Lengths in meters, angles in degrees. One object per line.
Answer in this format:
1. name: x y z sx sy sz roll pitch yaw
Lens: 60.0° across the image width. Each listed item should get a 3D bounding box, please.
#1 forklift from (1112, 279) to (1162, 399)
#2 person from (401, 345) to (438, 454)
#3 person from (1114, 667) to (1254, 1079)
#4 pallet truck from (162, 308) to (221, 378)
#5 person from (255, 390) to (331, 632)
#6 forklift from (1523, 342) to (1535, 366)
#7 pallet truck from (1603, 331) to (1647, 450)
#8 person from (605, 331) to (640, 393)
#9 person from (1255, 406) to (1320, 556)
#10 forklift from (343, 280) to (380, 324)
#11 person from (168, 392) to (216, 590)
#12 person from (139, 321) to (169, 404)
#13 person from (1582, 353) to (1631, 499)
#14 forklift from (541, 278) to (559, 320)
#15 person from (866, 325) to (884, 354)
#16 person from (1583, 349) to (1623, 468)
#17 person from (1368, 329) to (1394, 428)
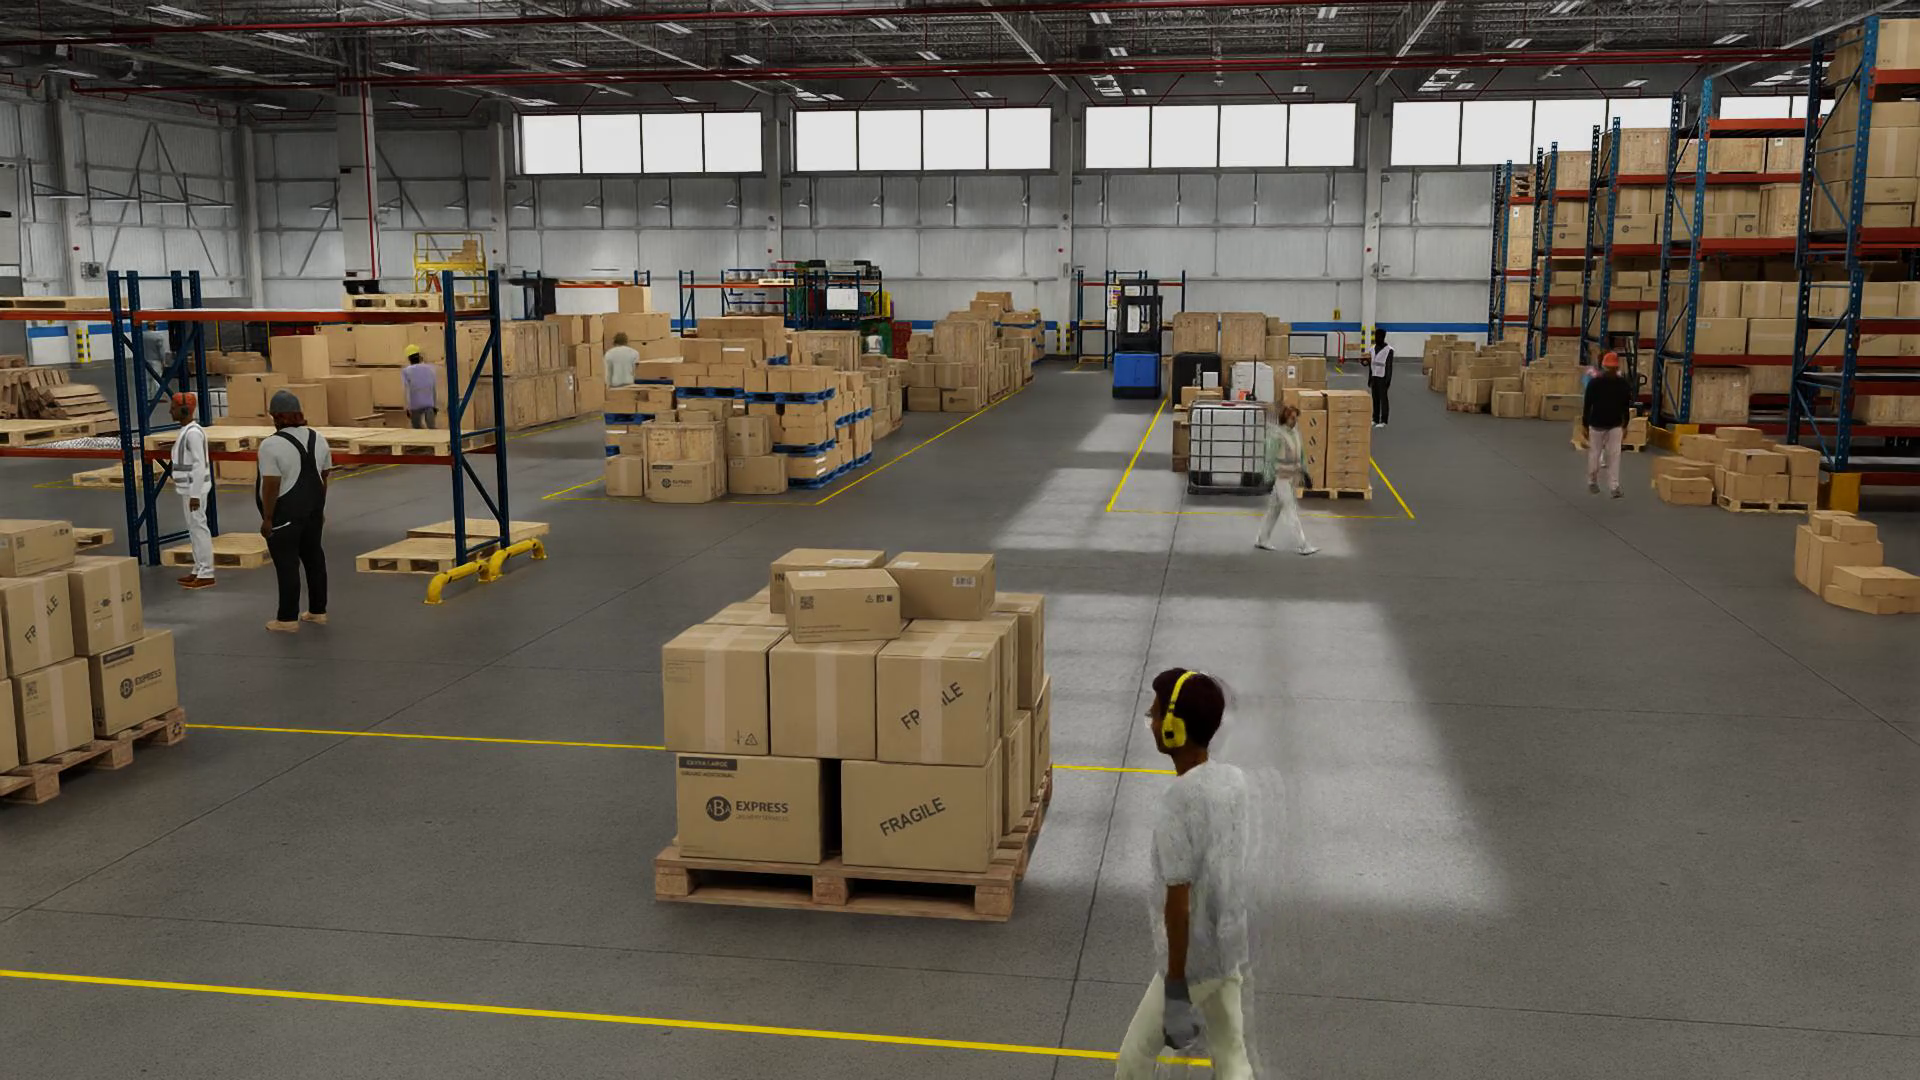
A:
1. forklift: 4.238 -4.806 39.557 1.129 2.768 1.873 1 9 9
2. person: -8.505 -2.153 26.313 0.614 1.868 0.959 -8 12 -39
3. person: 0.657 1.290 5.208 0.966 1.818 0.542 8 12 39
4. pallet truck: -21.869 -5.598 47.154 0.823 1.965 1.885 4 10 26
5. person: -5.678 -0.254 14.064 0.539 2.000 0.688 4 10 24
6. forklift: 16.064 -5.563 44.227 1.873 2.768 1.129 1 9 9
7. pallet truck: 11.253 -2.573 28.499 0.823 1.965 1.885 5 10 27
8. person: -6.164 -2.856 30.458 0.649 1.939 0.399 -1 9 -9
9. person: 3.511 -0.639 17.802 0.865 1.589 0.530 8 12 42
10. forklift: -12.813 -4.191 35.764 1.873 2.768 1.129 1 9 9
11. person: -7.330 -0.468 15.864 0.342 1.882 0.587 -6 11 -31
12. person: -18.431 -4.078 37.969 0.635 1.936 0.353 2 9 13
13. person: 8.684 -1.548 22.369 0.646 1.938 1.048 1 9 6
14. forklift: -11.088 -5.701 45.073 1.873 2.768 1.129 -3 10 -17
15. person: -2.224 -4.737 42.971 0.526 1.625 0.531 6 11 34
16. person: 9.932 -2.046 25.765 0.631 1.828 0.667 -1 9 -6
17. person: 8.152 -3.133 32.228 0.397 1.911 0.587 -5 10 -28
